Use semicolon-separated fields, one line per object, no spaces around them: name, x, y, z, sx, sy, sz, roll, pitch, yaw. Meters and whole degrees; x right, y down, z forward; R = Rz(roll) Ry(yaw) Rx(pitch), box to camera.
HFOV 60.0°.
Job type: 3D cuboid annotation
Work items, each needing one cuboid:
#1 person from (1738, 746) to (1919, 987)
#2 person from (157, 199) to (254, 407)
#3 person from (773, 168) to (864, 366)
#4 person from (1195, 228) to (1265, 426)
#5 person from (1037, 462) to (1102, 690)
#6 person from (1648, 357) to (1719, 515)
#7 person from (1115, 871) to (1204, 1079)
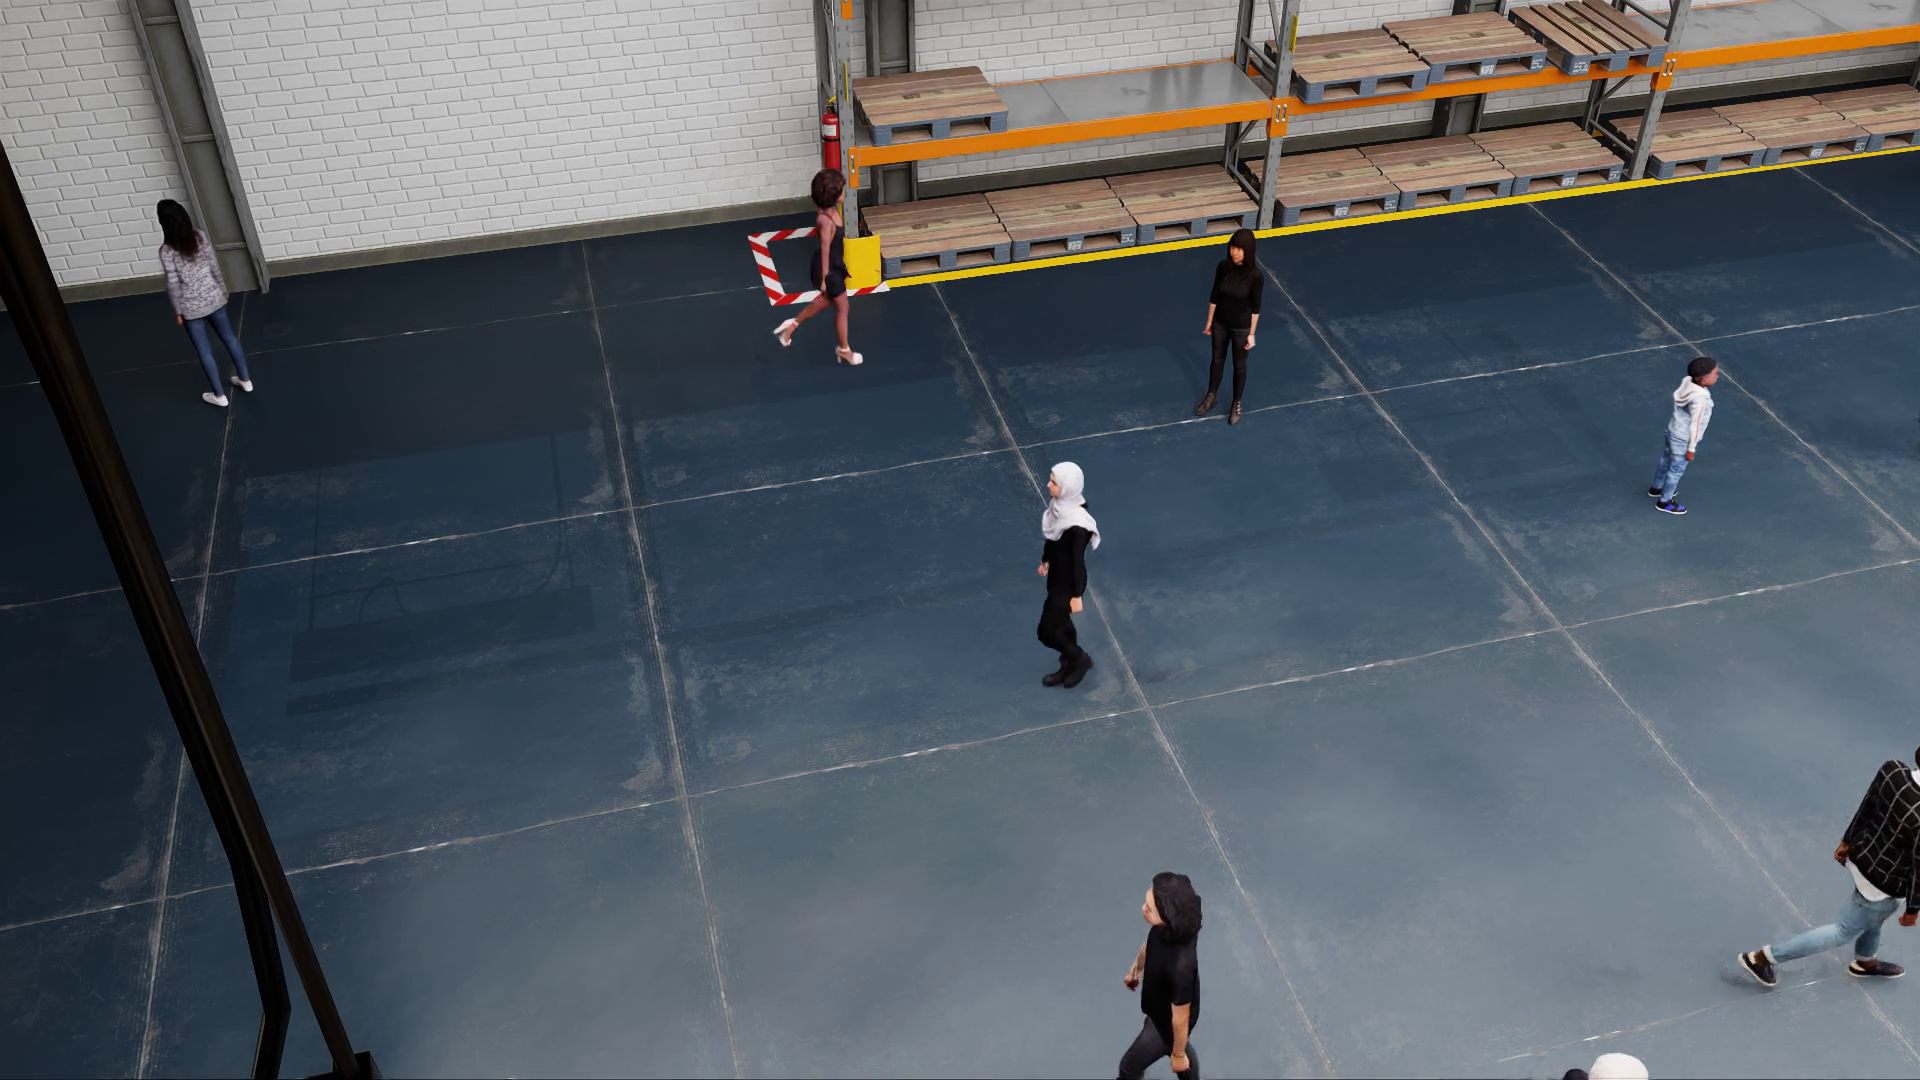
person;4.622;1.715;8.535;1.272;1.787;0.906;1;39;2
person;-5.975;-1.875;13.074;0.734;1.732;0.672;19;43;23
person;-1.141;-2.157;13.398;0.970;1.767;0.623;-4;39;-5
person;2.121;-1.676;12.897;0.635;1.642;0.694;20;43;23
person;0.744;0.252;10.385;0.627;1.764;0.603;-10;40;-12
person;5.260;-0.786;12.088;0.567;1.261;0.537;2;39;2
person;1.074;2.222;7.882;1.072;1.808;0.863;2;39;3
